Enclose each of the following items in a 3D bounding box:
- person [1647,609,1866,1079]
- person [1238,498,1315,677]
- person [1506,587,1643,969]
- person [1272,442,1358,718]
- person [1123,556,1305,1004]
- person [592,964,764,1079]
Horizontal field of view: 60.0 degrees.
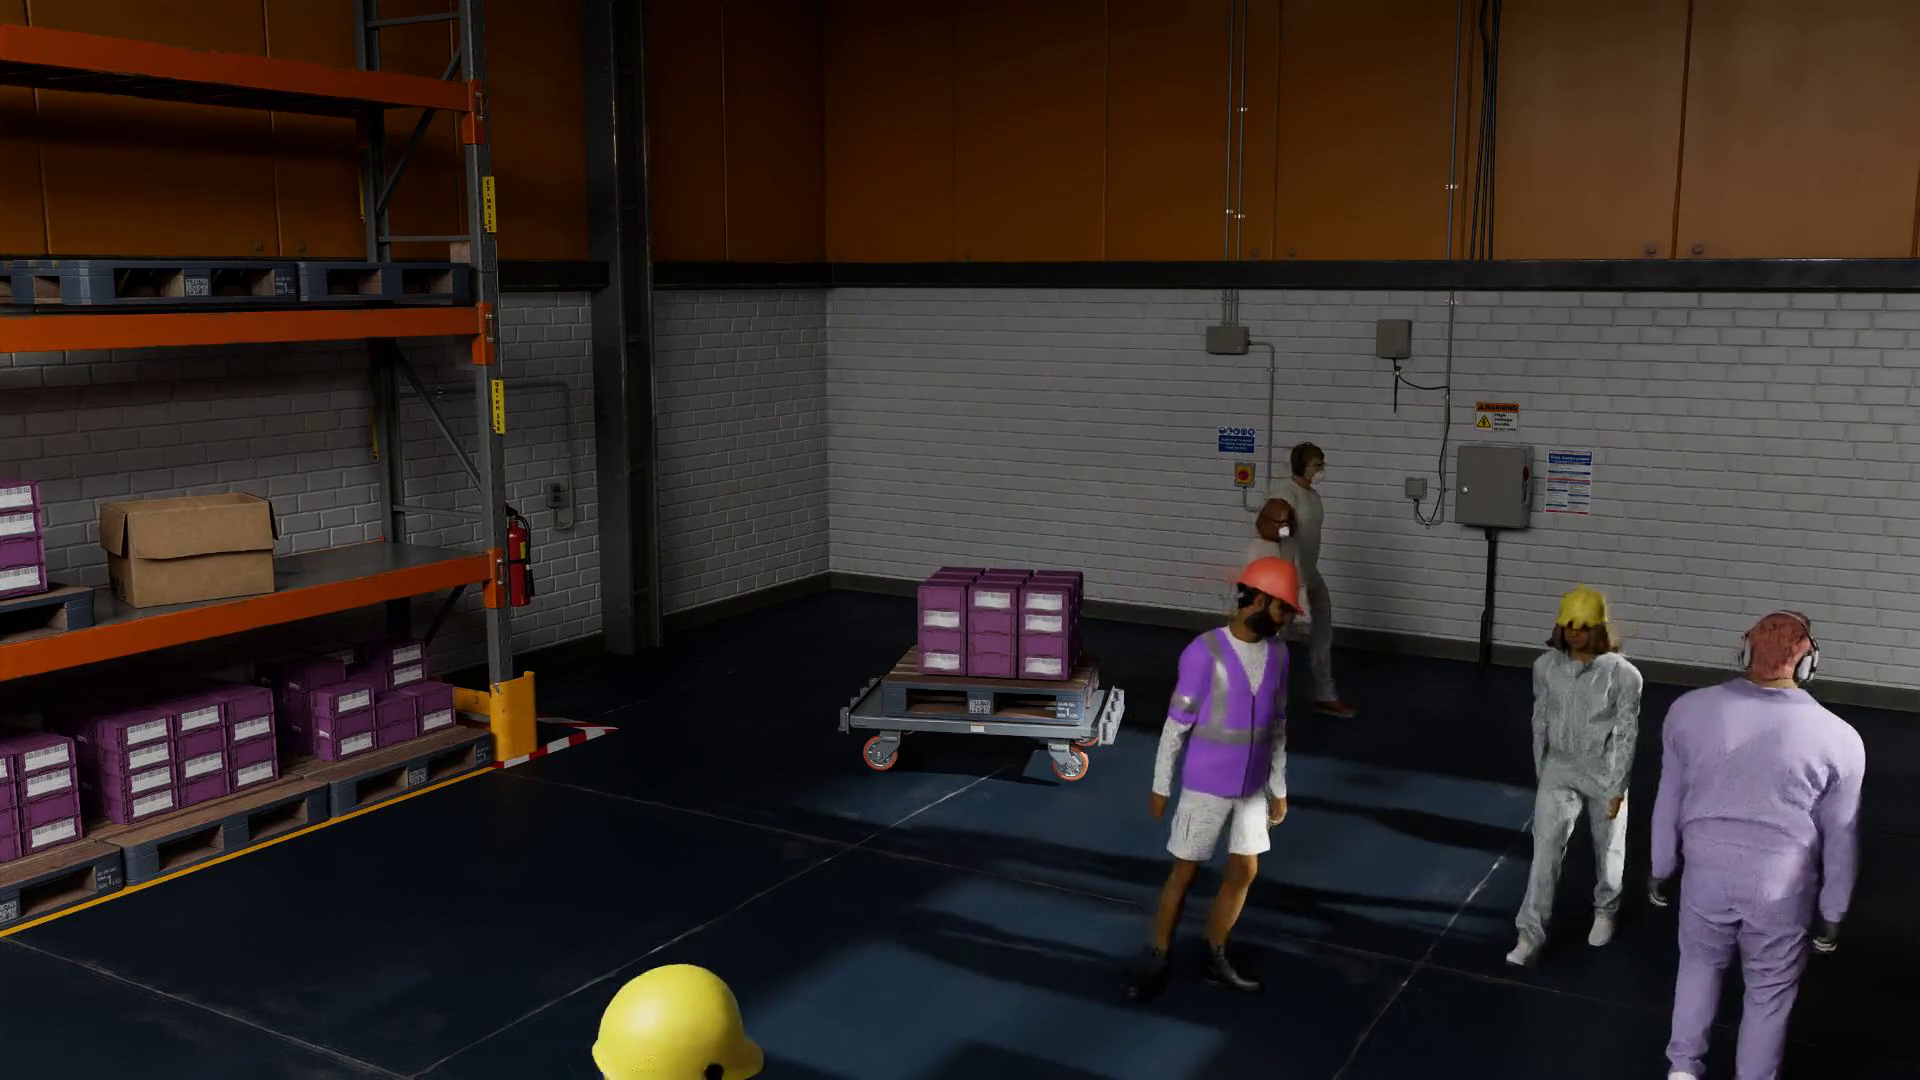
[{"bbox_3d":[2.711,1.178,5.726,0.674,1.891,0.497,7,11,37],"label":"person"},{"bbox_3d":[2.007,0.529,10.652,0.407,1.614,0.520,8,12,40],"label":"person"},{"bbox_3d":[2.713,1.032,7.275,0.494,1.686,0.931,7,12,38],"label":"person"},{"bbox_3d":[2.263,0.256,11.468,0.955,1.904,0.617,7,12,38],"label":"person"},{"bbox_3d":[1.035,1.005,6.850,0.751,1.883,0.430,-5,10,-26],"label":"person"},{"bbox_3d":[-0.607,1.643,2.881,0.599,1.879,0.984,6,11,35],"label":"person"}]
